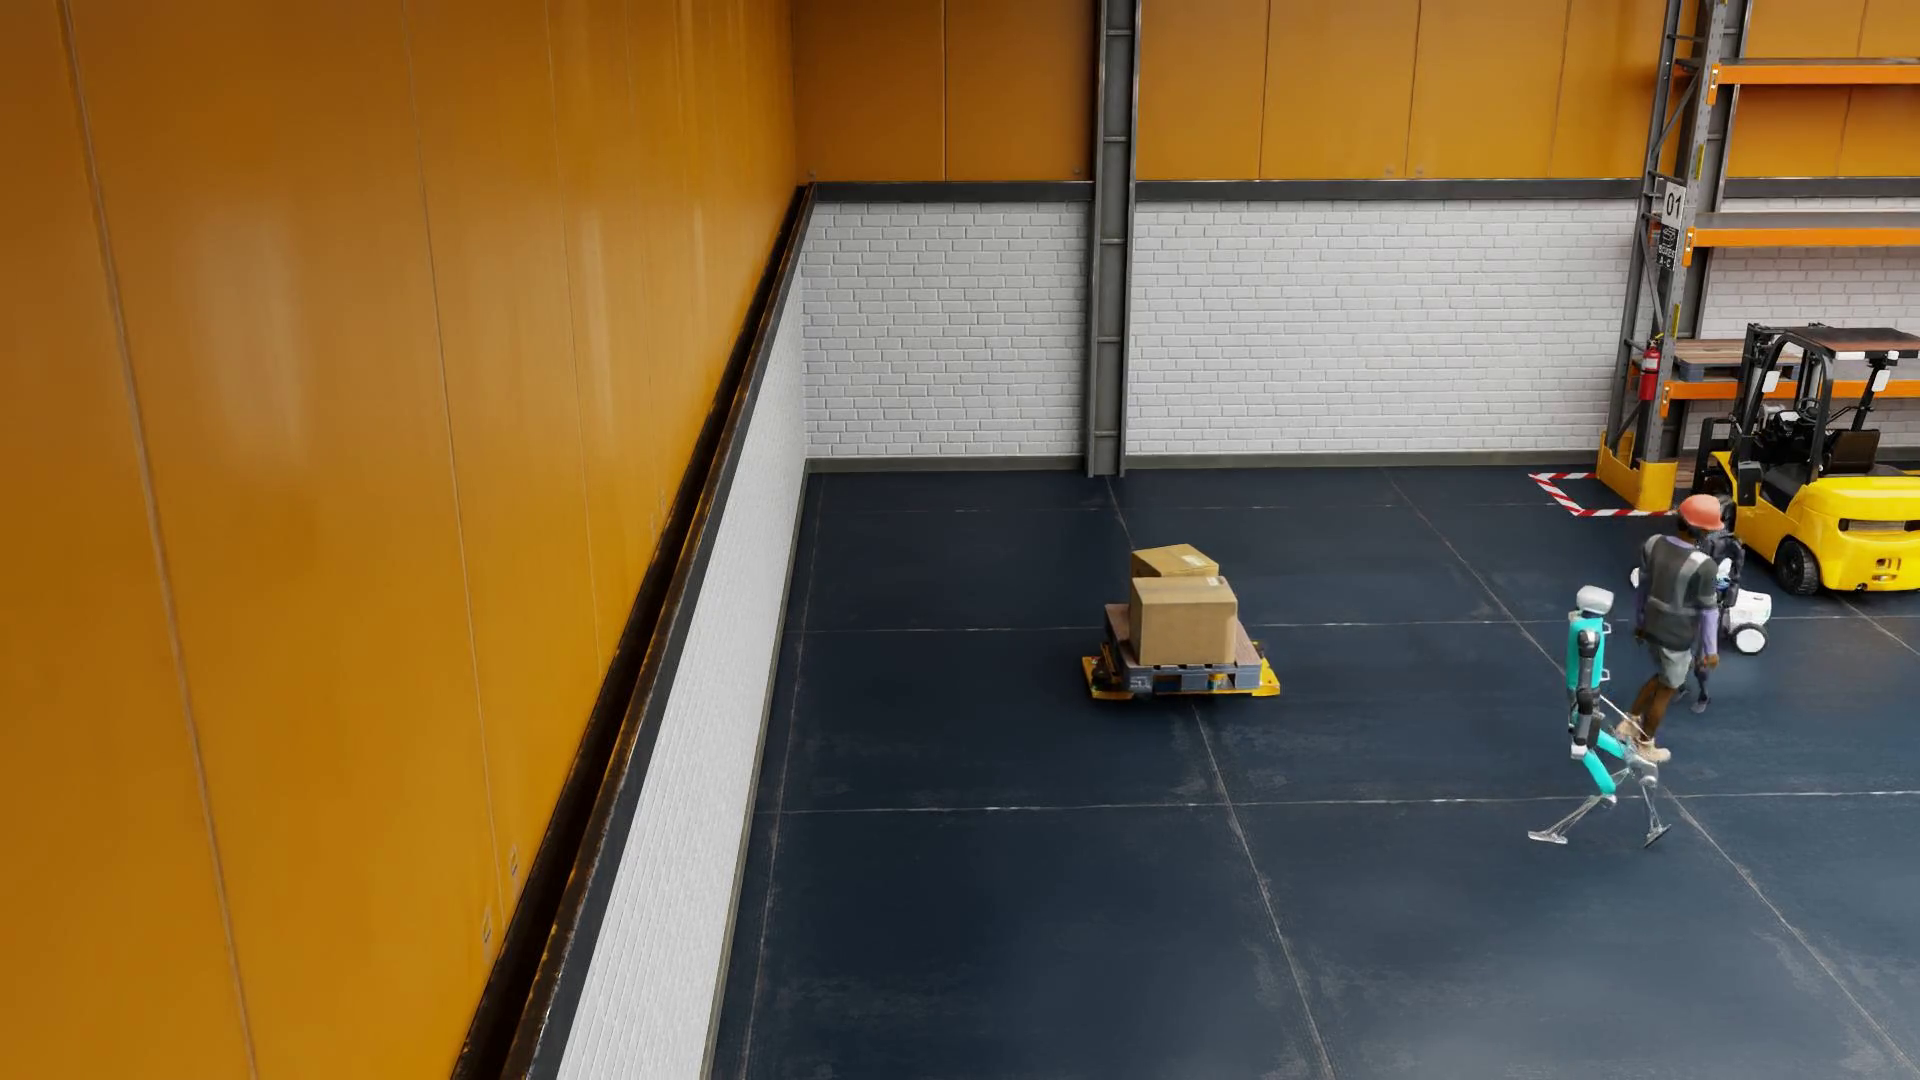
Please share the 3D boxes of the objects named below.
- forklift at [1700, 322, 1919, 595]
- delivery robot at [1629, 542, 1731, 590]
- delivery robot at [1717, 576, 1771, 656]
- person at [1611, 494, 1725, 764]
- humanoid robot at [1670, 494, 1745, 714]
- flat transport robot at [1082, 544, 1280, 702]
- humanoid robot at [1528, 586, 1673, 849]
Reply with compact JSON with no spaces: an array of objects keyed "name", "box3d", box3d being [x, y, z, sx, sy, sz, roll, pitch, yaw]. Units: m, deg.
[{"name":"forklift","box3d":[7.809,-0.792,14.926,1.214,2.155,2.313,-1,20,-2]},{"name":"delivery robot","box3d":[6.290,0.241,14.483,0.499,0.593,0.789,-14,24,-33]},{"name":"delivery robot","box3d":[6.203,0.586,13.543,0.793,0.590,0.499,8,22,21]},{"name":"person","box3d":[4.876,0.628,11.329,0.437,2.016,0.615,-6,21,-15]},{"name":"humanoid robot","box3d":[5.465,0.447,12.293,0.365,1.651,0.584,-14,24,-33]},{"name":"flat transport robot","box3d":[1.694,1.004,12.832,1.431,0.231,0.659,-1,20,-3]},{"name":"humanoid robot","box3d":[4.140,1.165,10.318,0.991,1.774,0.530,6,21,15]}]
